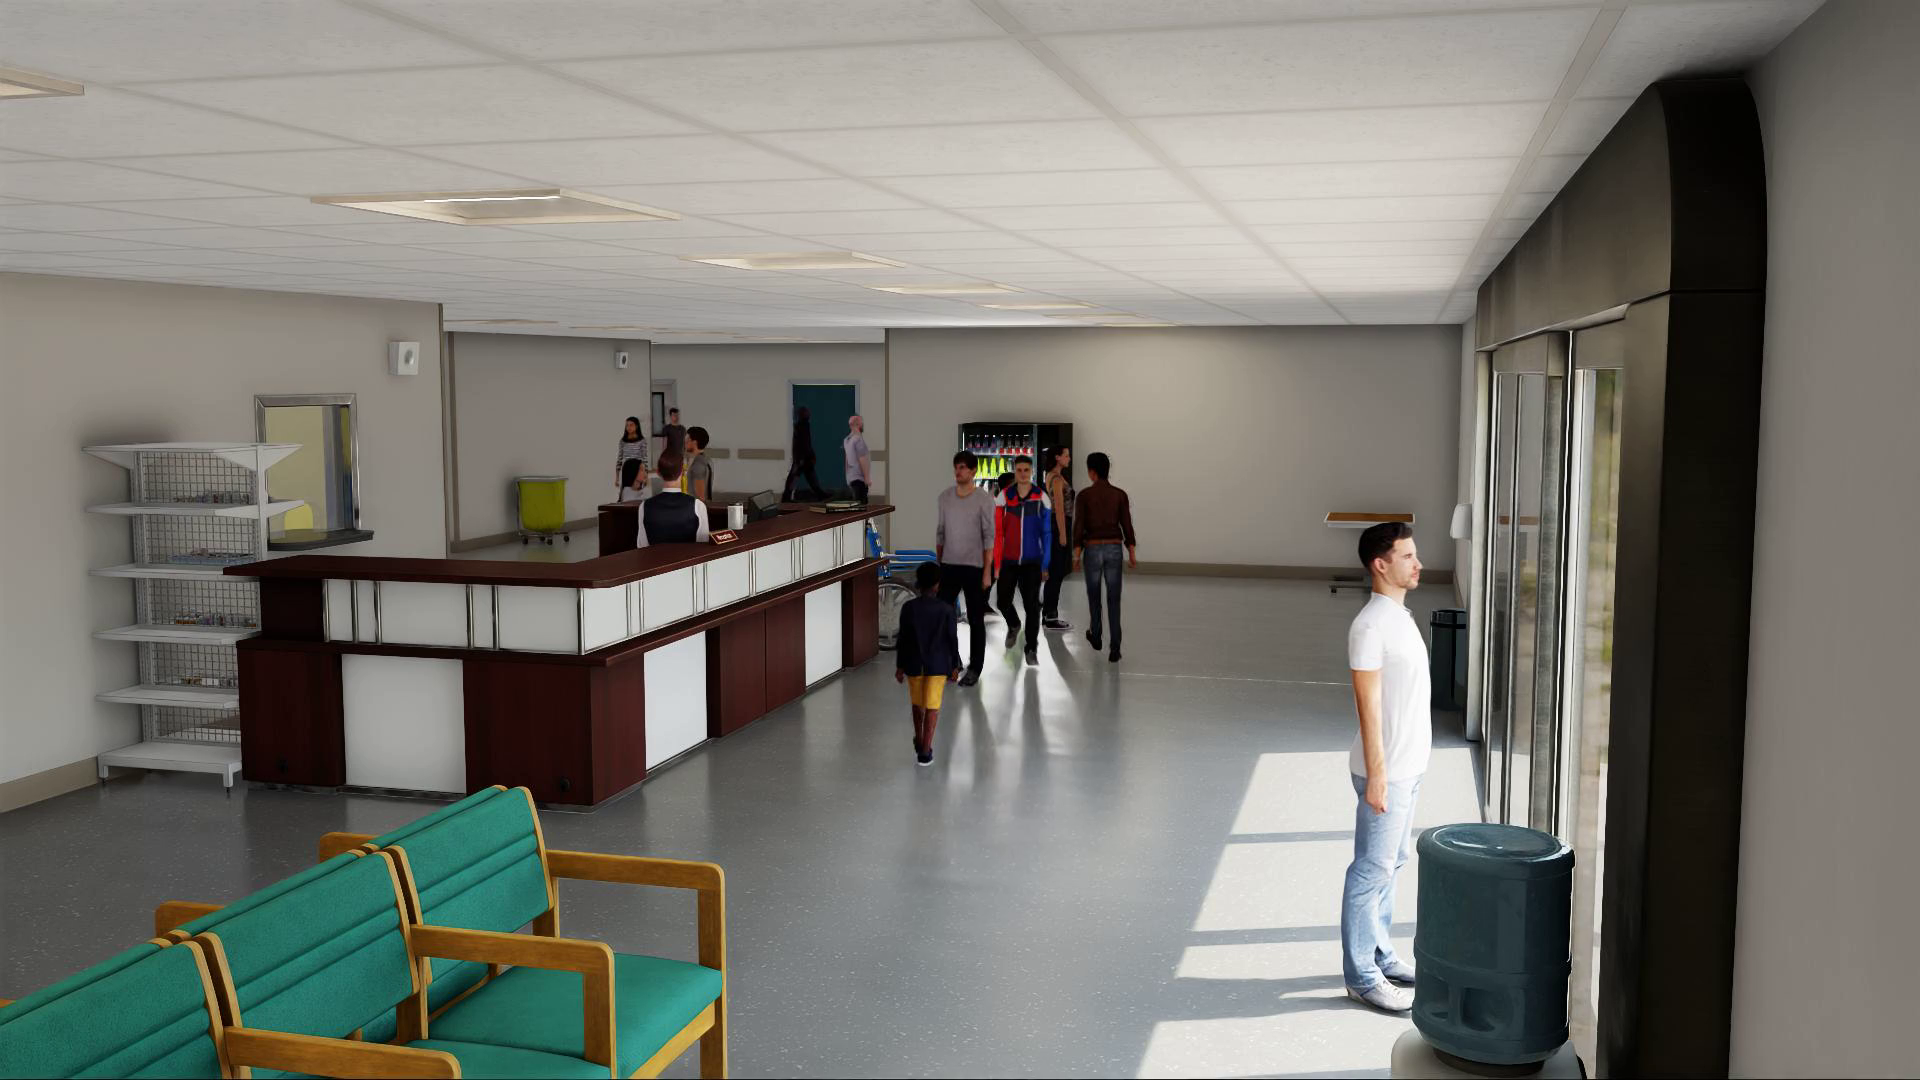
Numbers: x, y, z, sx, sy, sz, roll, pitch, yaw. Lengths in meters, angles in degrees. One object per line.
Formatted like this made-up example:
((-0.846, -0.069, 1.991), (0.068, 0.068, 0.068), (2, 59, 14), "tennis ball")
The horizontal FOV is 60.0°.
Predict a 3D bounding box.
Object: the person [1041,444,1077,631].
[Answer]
((0.918, -0.041, 15.878), (0.656, 1.770, 0.679), (-1, 6, -6), "person")

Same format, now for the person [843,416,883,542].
((-1.522, -0.849, 23.689), (1.218, 1.814, 1.095), (-3, 6, -25), "person")

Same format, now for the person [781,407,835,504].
((-3.002, -1.509, 30.391), (1.313, 1.786, 1.013), (-1, 6, -6), "person")

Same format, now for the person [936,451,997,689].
((0.077, 0.220, 12.955), (0.645, 1.835, 0.803), (3, 7, 28), "person")

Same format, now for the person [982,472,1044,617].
((0.399, 0.076, 16.414), (1.021, 1.431, 0.956), (-3, 7, -29), "person")

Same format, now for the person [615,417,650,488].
((-4.736, -0.886, 24.303), (1.074, 1.749, 0.694), (1, 6, 12), "person")

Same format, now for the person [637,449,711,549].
((-1.907, 0.356, 11.107), (0.560, 1.935, 0.747), (1, 6, 5), "person")

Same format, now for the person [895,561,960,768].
((-0.217, 0.778, 10.316), (0.680, 1.254, 0.637), (1, 6, 9), "person")

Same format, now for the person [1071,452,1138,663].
((1.212, 0.170, 13.965), (1.091, 1.732, 0.986), (0, 6, 0), "person")

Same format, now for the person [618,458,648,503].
((-3.197, 0.030, 15.941), (0.748, 1.617, 0.695), (0, 6, 2), "person")

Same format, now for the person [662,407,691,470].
((-4.962, -1.357, 28.623), (0.820, 1.838, 0.794), (5, 8, 43), "person")

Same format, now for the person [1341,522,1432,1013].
((1.661, 0.855, 6.492), (0.639, 1.866, 0.718), (3, 6, 27), "person")

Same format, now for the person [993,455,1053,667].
((0.504, 0.165, 13.949), (0.865, 1.746, 0.806), (0, 6, 0), "person")

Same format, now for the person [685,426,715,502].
((-2.583, -0.214, 17.137), (1.049, 1.862, 0.797), (0, 6, 3), "person")
